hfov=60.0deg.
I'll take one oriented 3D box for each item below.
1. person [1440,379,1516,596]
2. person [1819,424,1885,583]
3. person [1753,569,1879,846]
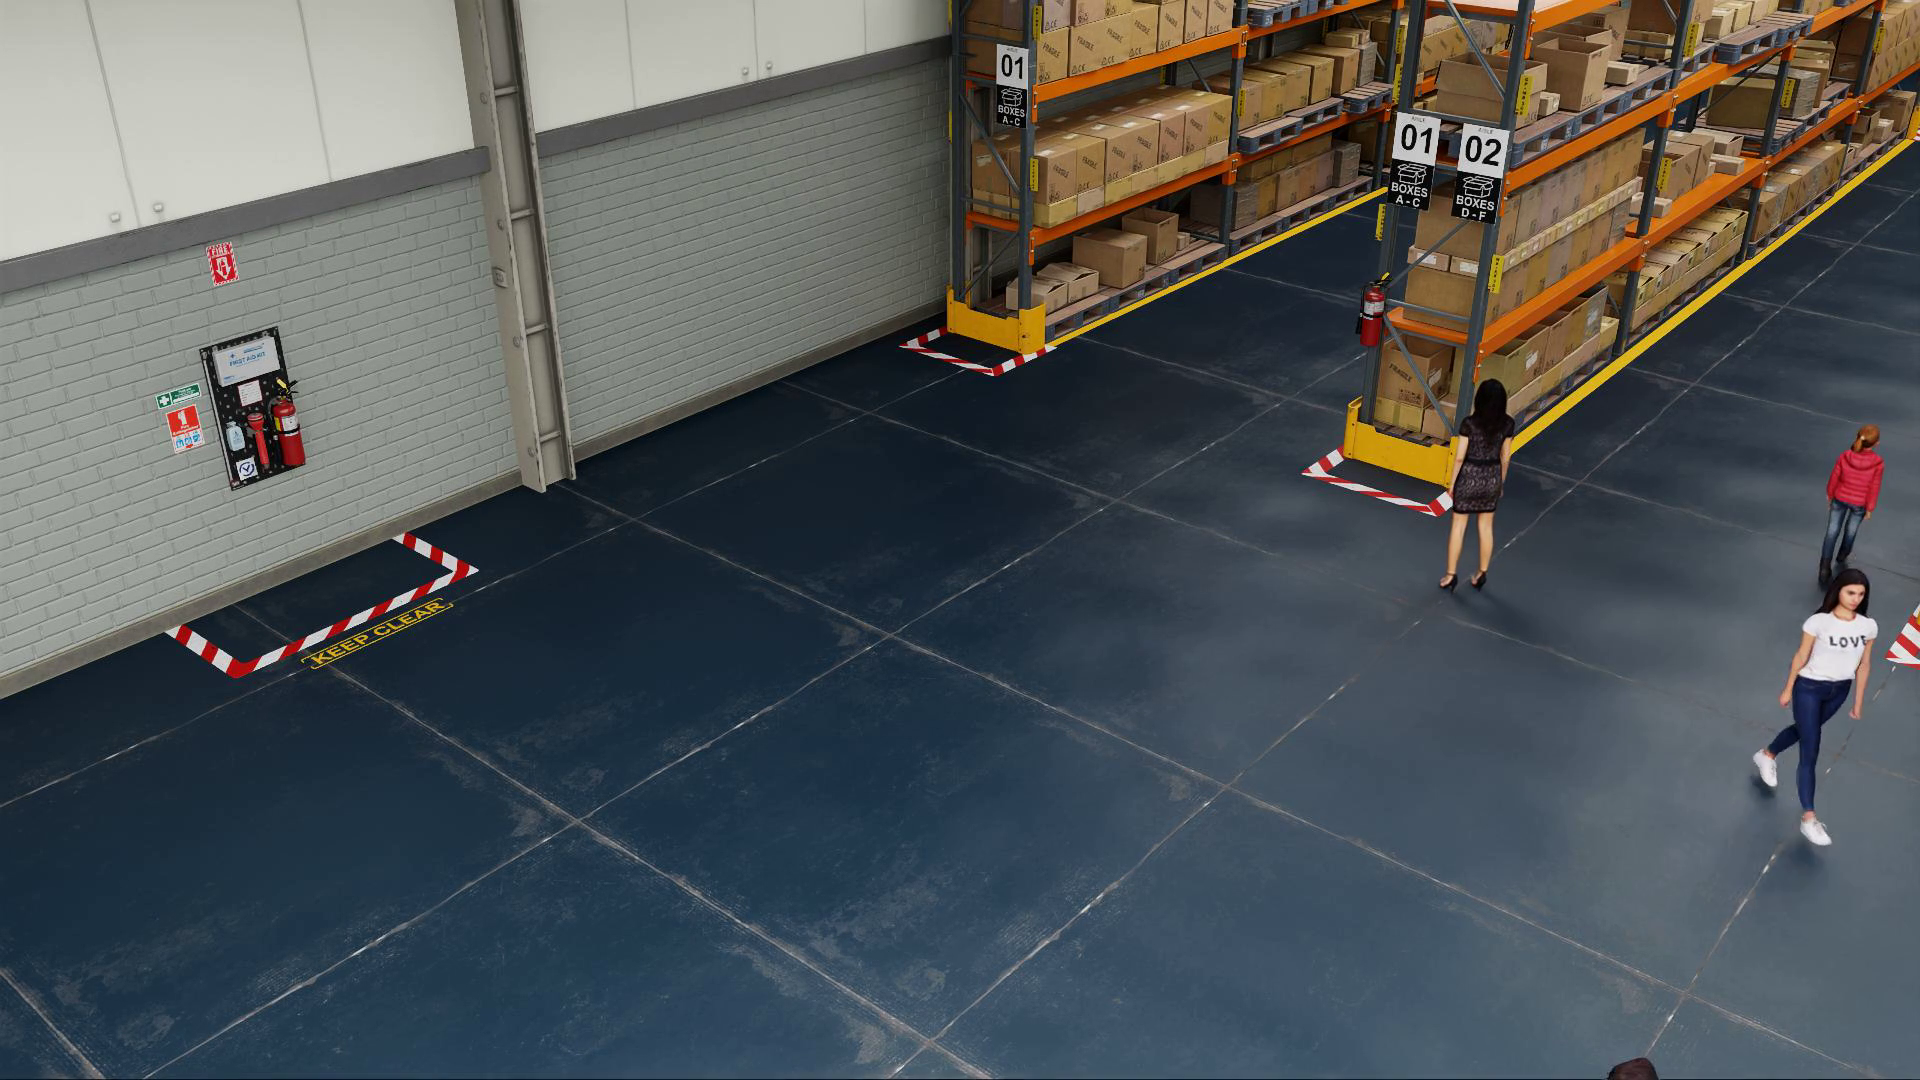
[{"bbox_3d":[4.023,-0.407,12.932,0.645,1.790,0.706,-2,28,-4],"label":"person"},{"bbox_3d":[7.049,-0.271,13.213,0.571,1.286,0.897,19,33,31],"label":"person"},{"bbox_3d":[5.358,0.944,10.459,1.118,1.730,1.192,-1,28,-3],"label":"person"}]
